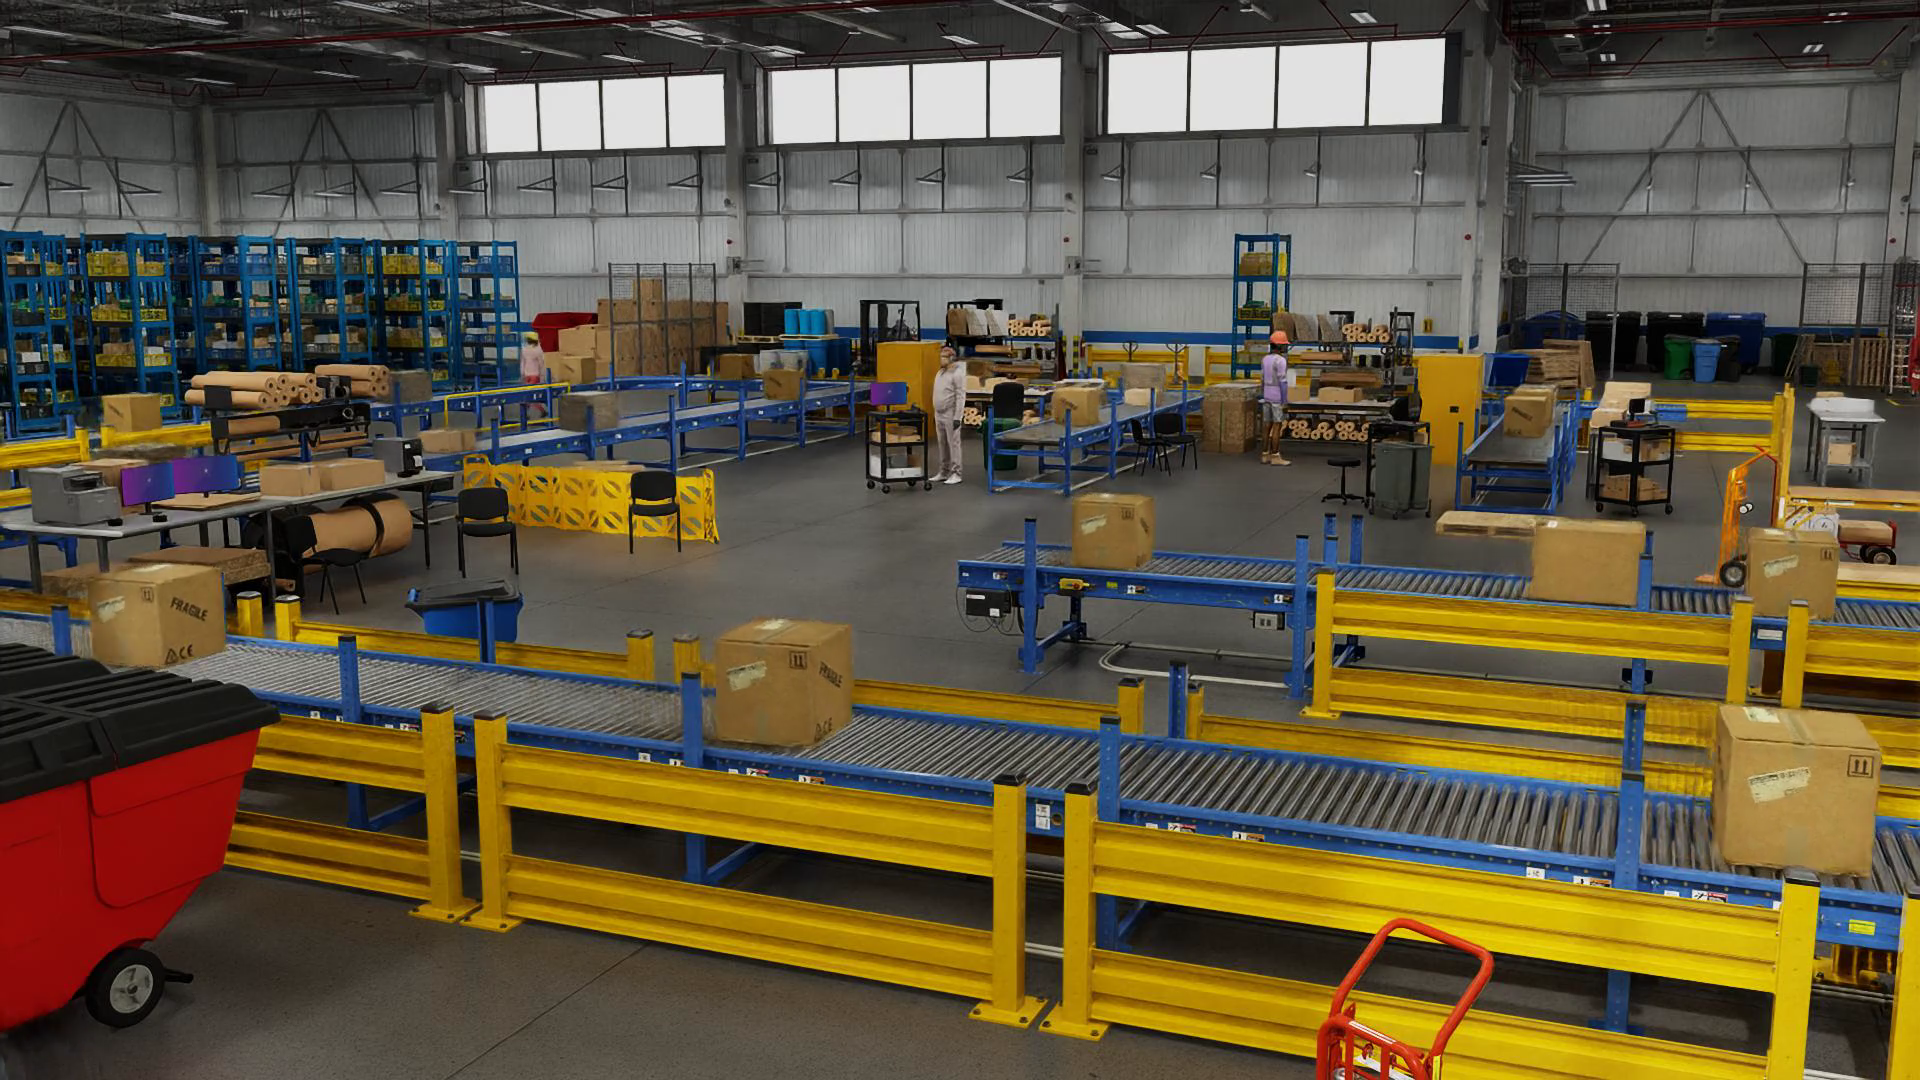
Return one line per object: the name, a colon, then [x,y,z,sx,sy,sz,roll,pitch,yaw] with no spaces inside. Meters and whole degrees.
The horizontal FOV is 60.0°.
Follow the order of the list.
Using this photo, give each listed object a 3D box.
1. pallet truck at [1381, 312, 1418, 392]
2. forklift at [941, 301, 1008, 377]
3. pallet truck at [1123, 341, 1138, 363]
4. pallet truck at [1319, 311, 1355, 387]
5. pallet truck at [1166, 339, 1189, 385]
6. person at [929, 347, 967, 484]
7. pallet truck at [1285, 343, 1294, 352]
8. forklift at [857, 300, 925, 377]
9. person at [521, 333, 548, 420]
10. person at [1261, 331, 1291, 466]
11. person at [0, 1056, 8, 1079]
pallet truck: [10.207,-4.283,38.369,0.823,1.965,1.885,3,10,20]
forklift: [0.365,-4.966,41.571,1.157,1.987,2.680,3,10,20]
pallet truck: [4.445,-4.380,41.279,0.680,1.201,1.601,4,10,22]
pallet truck: [9.071,-4.419,39.190,0.823,1.965,1.885,5,10,26]
pallet truck: [5.418,-4.269,40.420,0.704,1.261,1.522,3,10,20]
person: [-0.184,-1.738,23.207,0.408,1.913,0.641,-6,11,-33]
pallet truck: [7.886,-4.163,39.743,0.653,1.274,1.630,4,10,22]
forklift: [-1.732,-5.109,42.468,1.157,1.987,2.680,4,10,22]
person: [-8.454,-3.244,32.942,0.538,1.716,0.914,6,11,31]
person: [4.803,-2.138,25.233,0.375,2.043,0.611,-4,10,-21]
person: [-2.227,1.635,3.699,0.310,1.611,0.607,-2,10,-10]
